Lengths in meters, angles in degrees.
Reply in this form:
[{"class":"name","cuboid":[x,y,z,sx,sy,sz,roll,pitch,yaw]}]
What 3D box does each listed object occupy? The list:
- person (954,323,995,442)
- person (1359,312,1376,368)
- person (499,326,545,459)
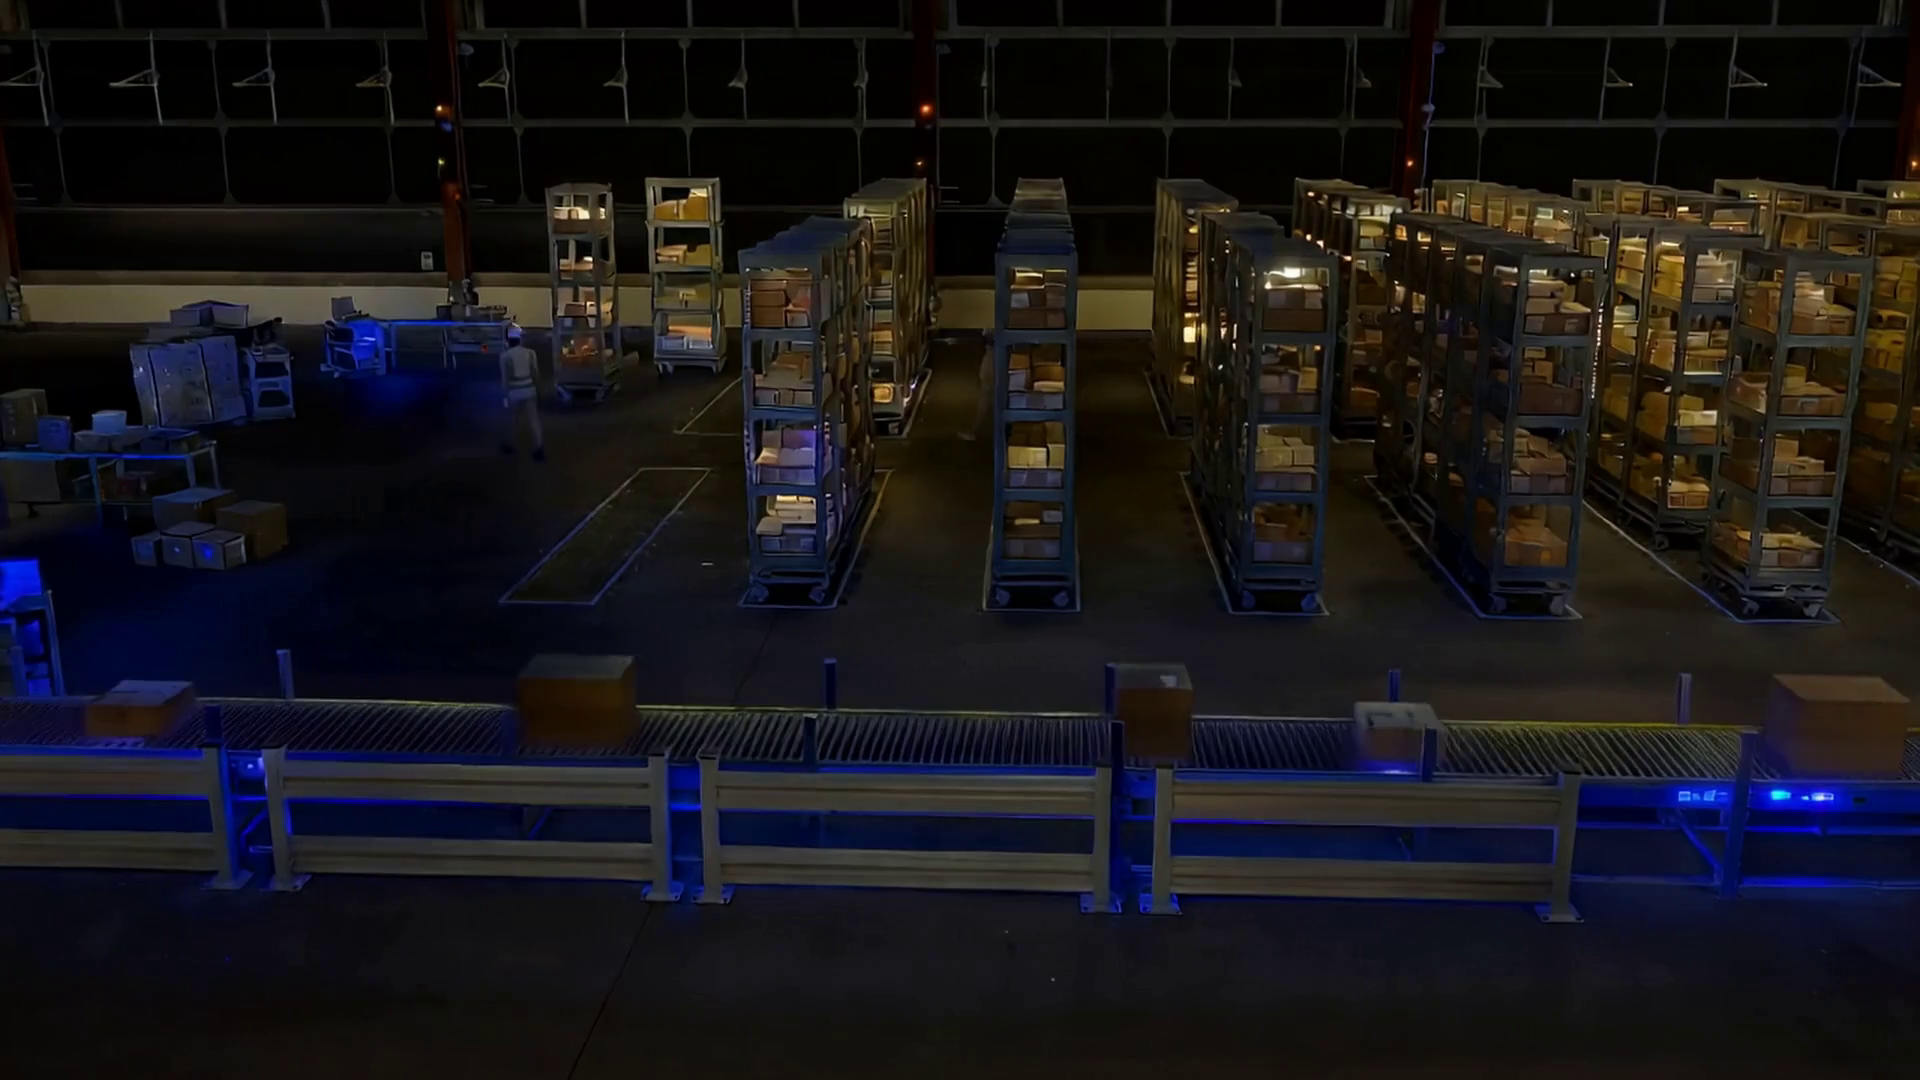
[{"class":"person","cuboid":[0.398,-2.339,24.833,0.943,1.778,0.609,1,15,3]},{"class":"person","cuboid":[7.337,-3.860,30.393,0.575,1.829,0.450,-1,15,-5]},{"class":"person","cuboid":[-6.292,-2.113,23.816,0.617,1.890,1.031,-12,19,-38]}]
